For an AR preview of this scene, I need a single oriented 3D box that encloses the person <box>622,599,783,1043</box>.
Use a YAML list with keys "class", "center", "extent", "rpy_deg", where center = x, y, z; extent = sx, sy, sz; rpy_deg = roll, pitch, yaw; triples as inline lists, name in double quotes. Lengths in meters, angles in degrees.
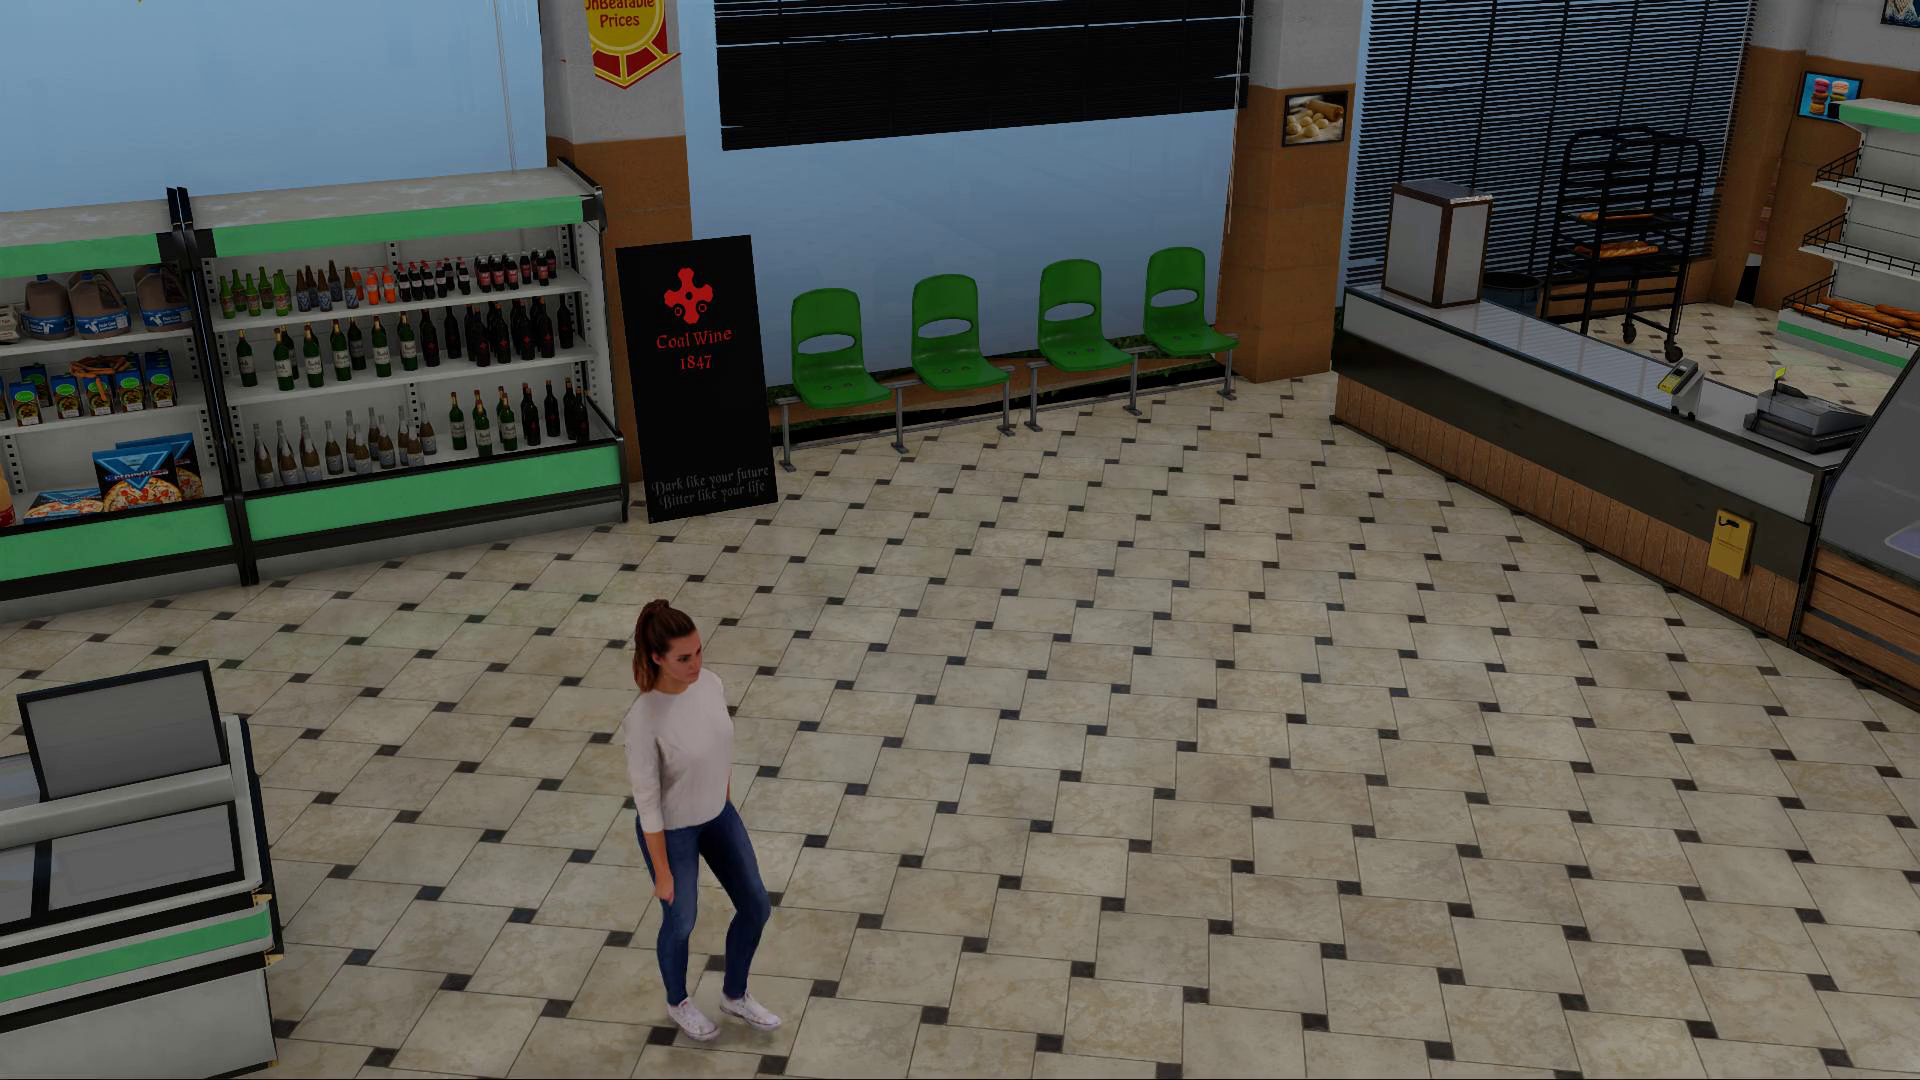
- class: "person"
  center: [-0.999, 0.980, 5.749]
  extent: [0.834, 1.712, 0.746]
  rpy_deg: [17, 29, 33]
